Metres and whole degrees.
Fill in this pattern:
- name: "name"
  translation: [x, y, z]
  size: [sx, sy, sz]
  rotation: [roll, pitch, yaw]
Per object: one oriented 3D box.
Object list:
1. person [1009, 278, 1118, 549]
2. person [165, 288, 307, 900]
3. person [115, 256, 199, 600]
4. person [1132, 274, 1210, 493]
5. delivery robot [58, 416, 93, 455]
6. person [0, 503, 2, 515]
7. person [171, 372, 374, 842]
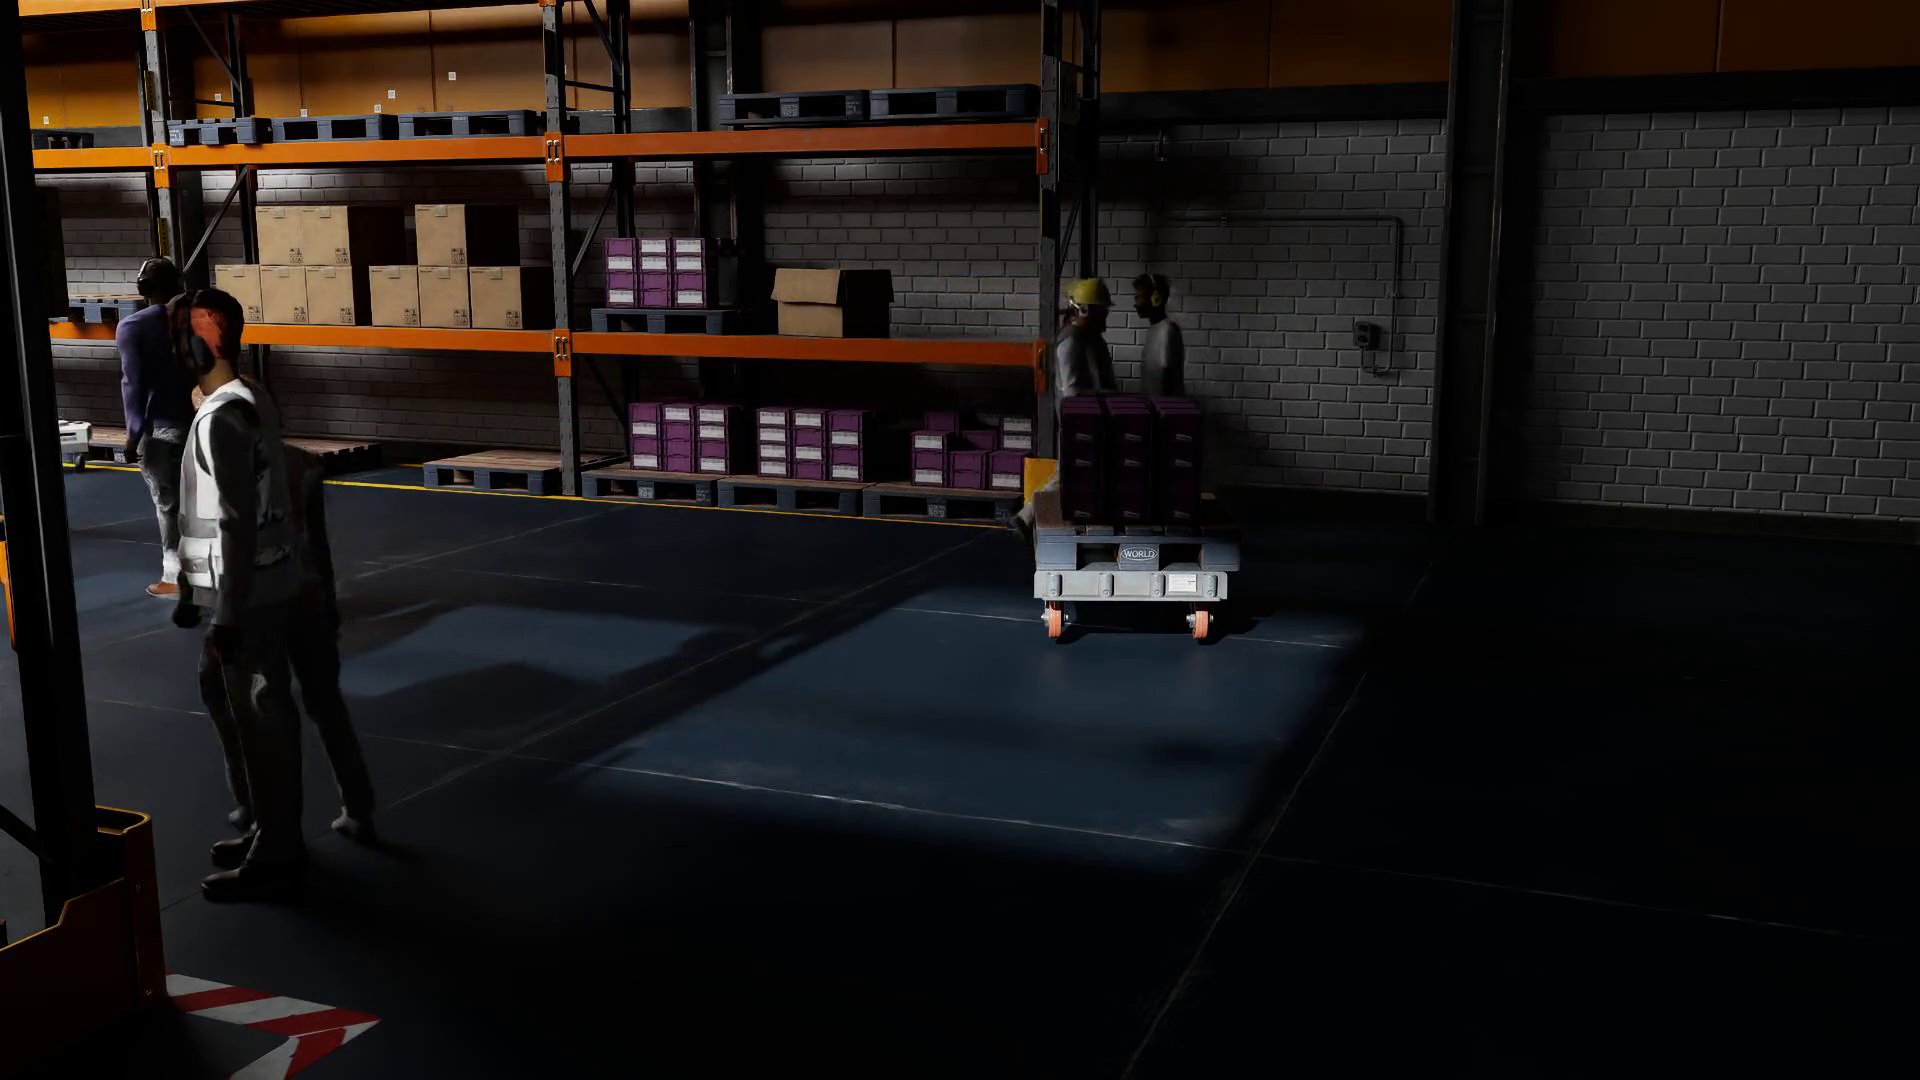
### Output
- name: "person"
  translation: [0.756, -0.794, 10.757]
  size: [0.838, 1.799, 0.598]
  rotation: [5, 11, 24]
- name: "person"
  translation: [-2.237, 0.168, 5.163]
  size: [0.362, 1.883, 0.575]
  rotation: [-3, 11, -15]
- name: "person"
  translation: [-4.466, -0.631, 9.457]
  size: [0.353, 1.937, 0.635]
  rotation: [5, 11, 27]
- name: "person"
  translation: [1.357, -0.804, 10.750]
  size: [0.911, 1.823, 0.521]
  rotation: [-2, 10, -10]
- name: "delivery robot"
  translation: [-8.004, -0.903, 14.569]
  size: [0.707, 0.478, 0.477]
  rotation: [-7, 12, -35]
- name: "person"
  translation: [-6.701, -0.936, 11.430]
  size: [0.429, 1.842, 0.636]
  rotation: [3, 11, 14]
- name: "person"
  translation: [-2.316, 0.240, 5.550]
  size: [0.656, 1.594, 0.531]
  rotation: [6, 12, 32]
